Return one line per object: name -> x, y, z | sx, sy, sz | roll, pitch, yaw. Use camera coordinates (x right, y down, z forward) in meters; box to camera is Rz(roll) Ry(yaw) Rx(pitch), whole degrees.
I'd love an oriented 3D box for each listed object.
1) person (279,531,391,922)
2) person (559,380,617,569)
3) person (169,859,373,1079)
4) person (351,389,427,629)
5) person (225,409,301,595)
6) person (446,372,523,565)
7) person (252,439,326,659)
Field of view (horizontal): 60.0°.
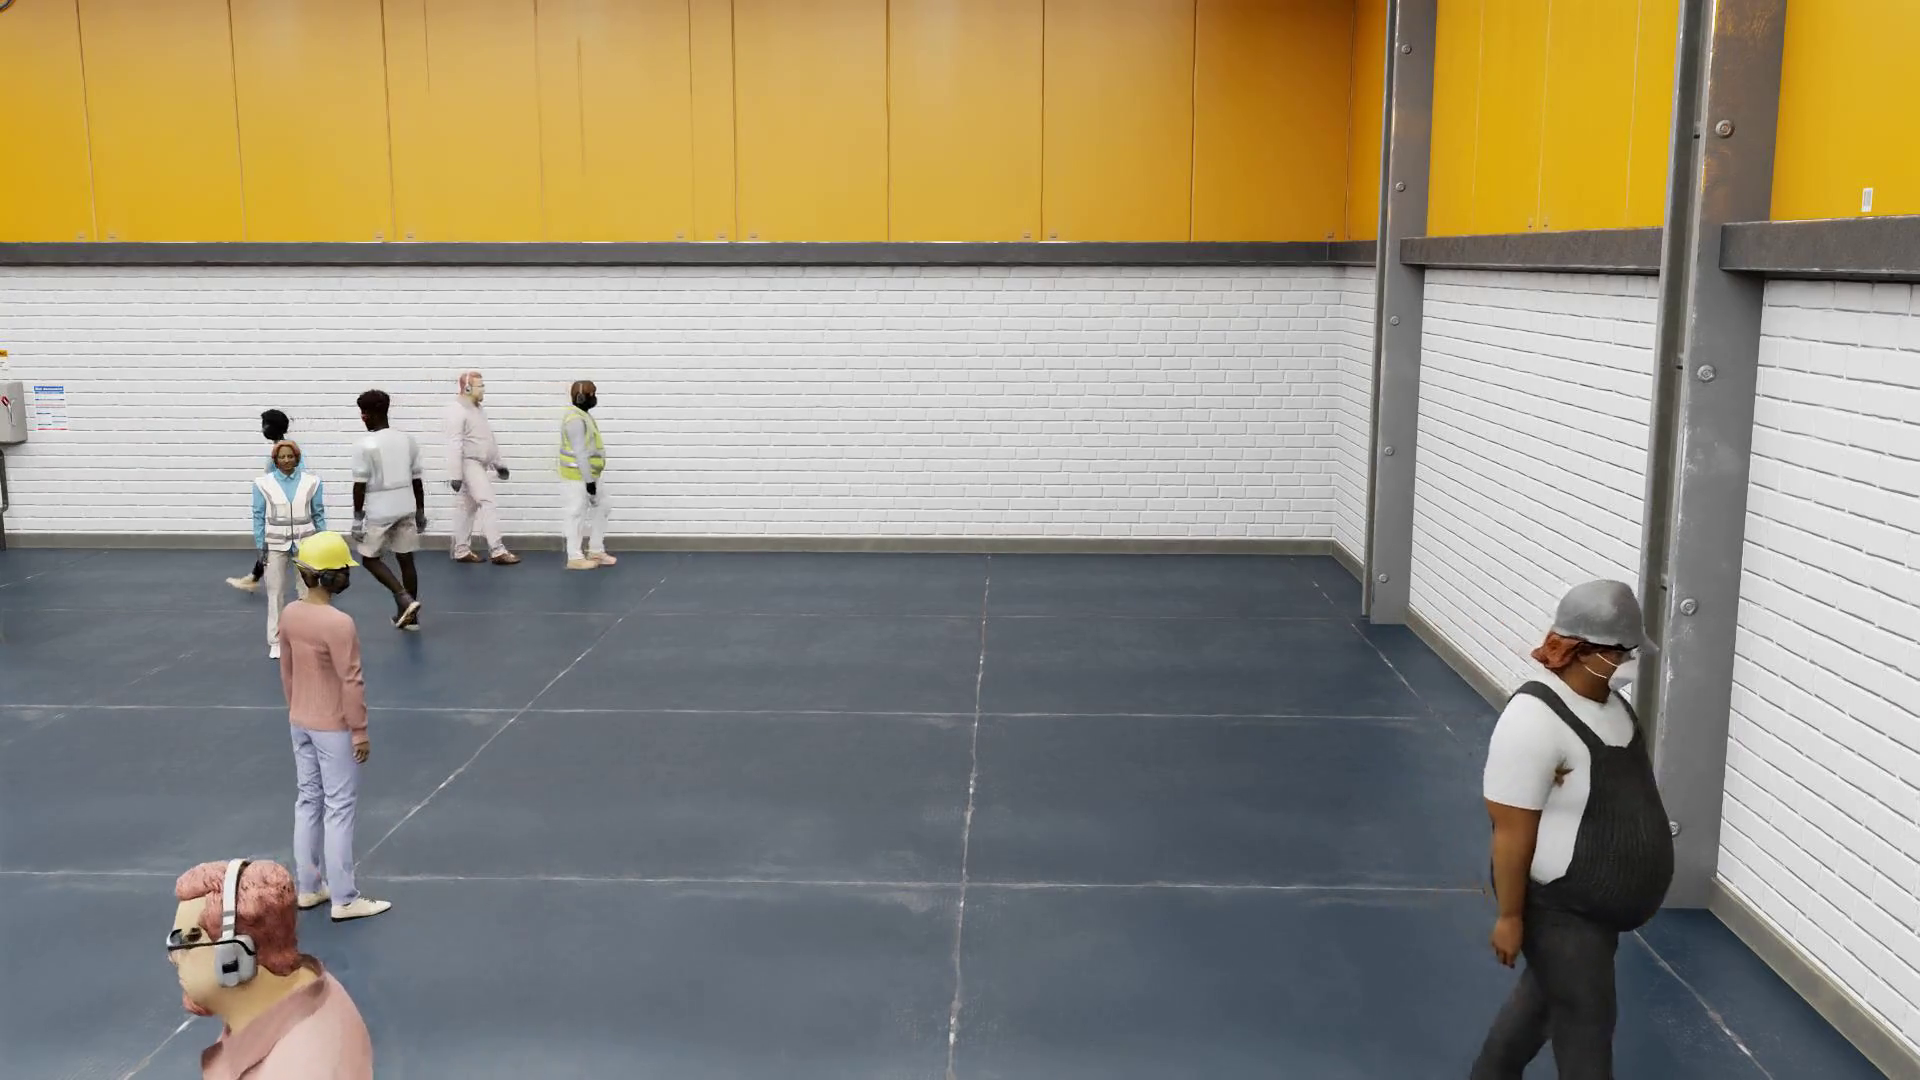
person -> -2.850, 0.836, 7.549 | 0.533, 1.767, 0.326 | 7, 12, 36
person -> -3.514, -0.615, 15.880 | 0.618, 1.820, 0.646 | -1, 10, -4
person -> -1.325, 1.520, 3.330 | 1.033, 1.852, 0.640 | -3, 10, -19
person -> -4.486, -0.216, 13.146 | 0.488, 1.952, 0.673 | 7, 12, 34
person -> -6.047, -0.331, 14.728 | 0.890, 1.643, 0.542 | -2, 10, -10
person -> -4.581, -0.682, 16.128 | 0.829, 1.875, 0.650 | 0, 10, -1
person -> -5.010, 0.060, 12.455 | 0.513, 1.642, 0.313 | -6, 11, -30
